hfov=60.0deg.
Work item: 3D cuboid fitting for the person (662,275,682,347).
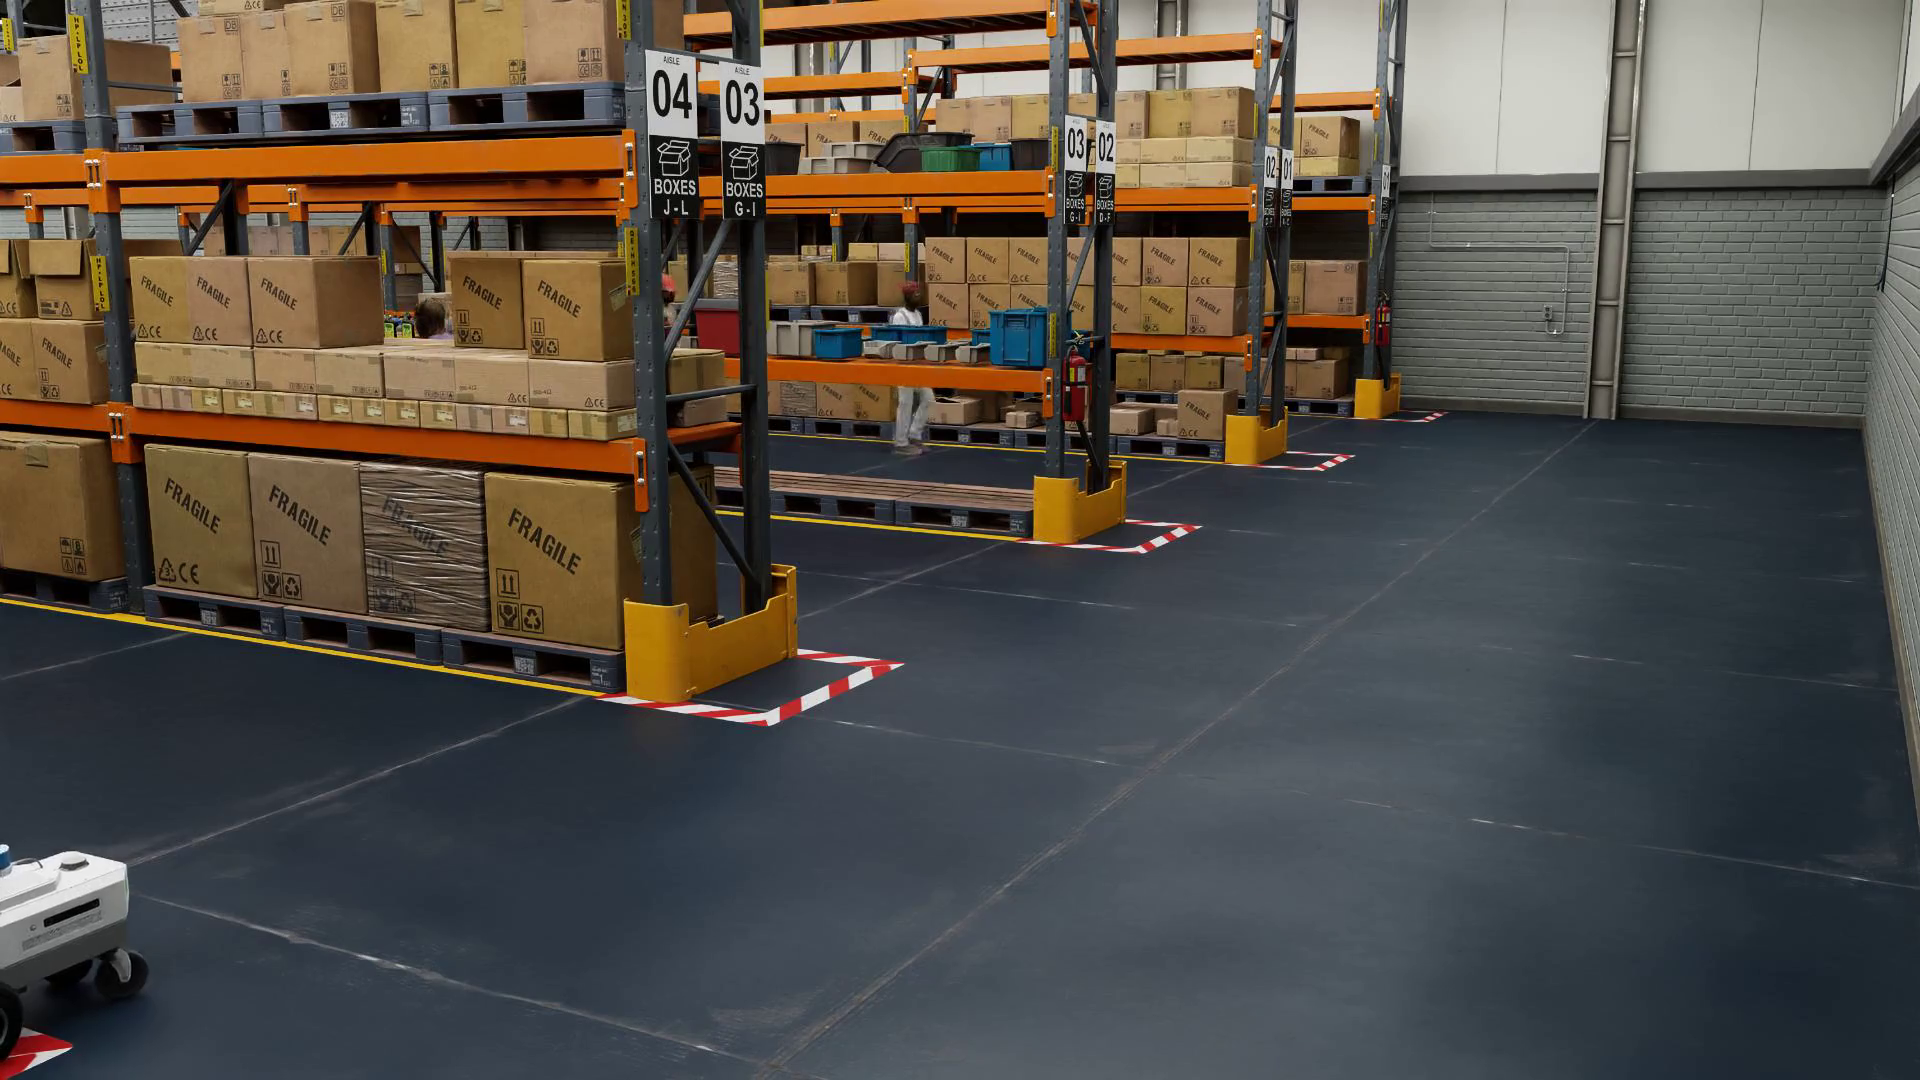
[{"bbox_3d":[-3.294,-2.077,19.074,0.932,1.893,0.554,3,11,17],"label":"person"}]

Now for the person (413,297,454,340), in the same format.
[{"bbox_3d":[-3.690,-0.746,11.738,0.458,1.918,0.652,6,12,29],"label":"person"}]

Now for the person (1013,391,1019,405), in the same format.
[{"bbox_3d":[0.682,-2.363,20.649,0.953,1.890,0.552,8,13,37],"label":"person"}]

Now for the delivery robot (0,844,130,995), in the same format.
[{"bbox_3d":[-2.841,1.142,4.913,0.477,0.478,0.707,5,12,26],"label":"delivery robot"}]

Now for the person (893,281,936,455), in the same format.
[{"bbox_3d":[-0.485,-1.821,17.754,0.506,1.860,0.606,4,11,22],"label":"person"}]
